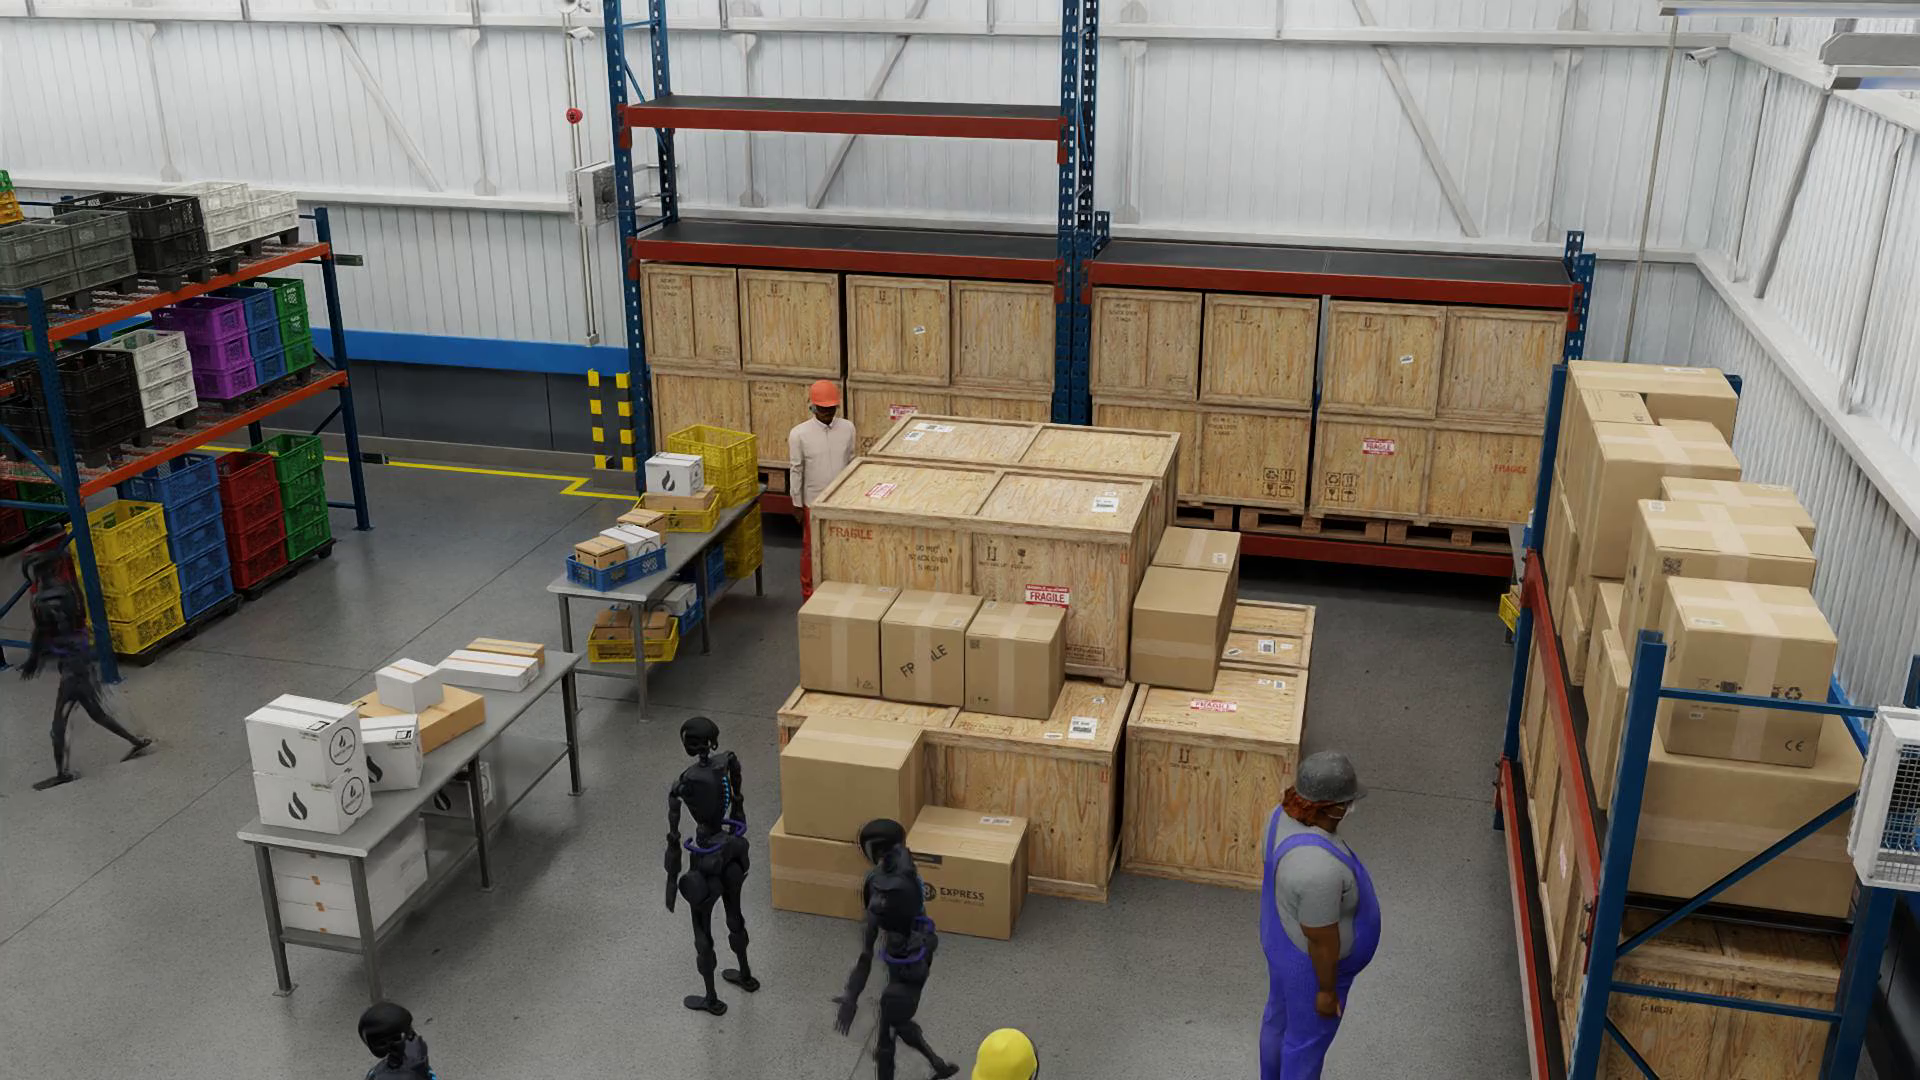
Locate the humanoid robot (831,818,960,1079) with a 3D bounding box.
[{"bbox_3d":[-0.286,2.009,7.823,0.580,1.647,0.652,4,21,11],"label":"humanoid robot"}]

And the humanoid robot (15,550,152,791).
[{"bbox_3d":[-5.864,0.811,11.013,0.734,1.634,0.538,-12,24,-28],"label":"humanoid robot"}]

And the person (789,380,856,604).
[{"bbox_3d":[-1.090,-0.336,13.509,0.608,1.995,0.375,-13,24,-30],"label":"person"}]

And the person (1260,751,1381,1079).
[{"bbox_3d":[1.650,1.877,7.657,0.537,2.000,0.680,-3,21,-7],"label":"person"}]

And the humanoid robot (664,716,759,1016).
[{"bbox_3d":[-1.299,1.671,8.693,0.318,1.652,0.572,14,25,32],"label":"humanoid robot"}]

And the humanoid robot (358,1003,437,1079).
[{"bbox_3d":[-2.126,2.513,6.485,0.316,1.653,0.603,0,21,0],"label":"humanoid robot"}]

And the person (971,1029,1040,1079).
[{"bbox_3d":[0.171,2.568,6.231,0.532,1.765,0.327,8,22,19],"label":"person"}]
